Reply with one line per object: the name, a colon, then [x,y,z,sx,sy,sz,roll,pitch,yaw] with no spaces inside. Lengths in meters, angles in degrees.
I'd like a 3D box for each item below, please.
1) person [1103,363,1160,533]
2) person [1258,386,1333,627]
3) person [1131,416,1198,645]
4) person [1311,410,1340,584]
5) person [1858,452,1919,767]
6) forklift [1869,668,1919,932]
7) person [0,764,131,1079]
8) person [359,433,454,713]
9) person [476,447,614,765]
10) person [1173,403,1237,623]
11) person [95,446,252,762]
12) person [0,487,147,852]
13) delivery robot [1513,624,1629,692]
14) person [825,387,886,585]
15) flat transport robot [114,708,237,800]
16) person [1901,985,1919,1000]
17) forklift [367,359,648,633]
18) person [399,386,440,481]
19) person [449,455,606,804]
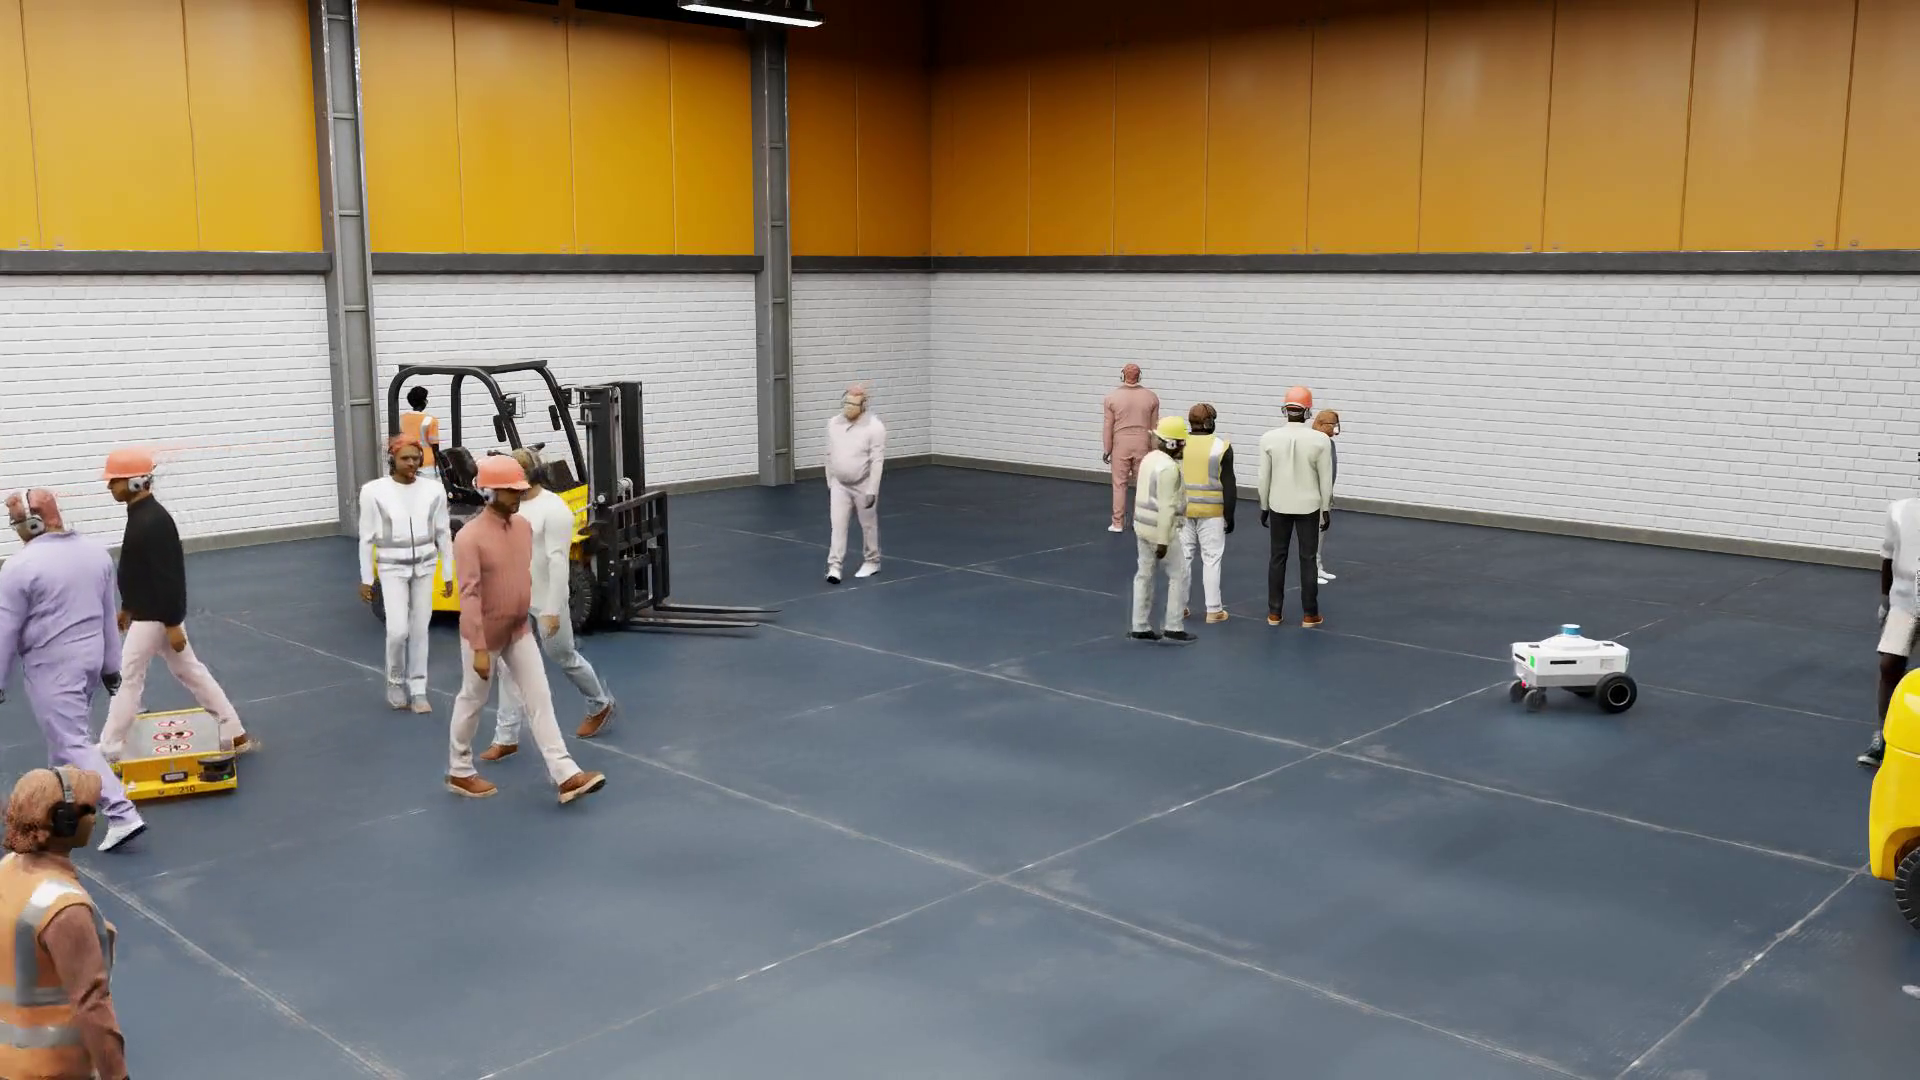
person: [1.901,-1.023,18.600,0.643,1.908,0.408,-1,9,-7]
person: [2.767,-0.272,13.723,0.608,1.995,0.376,3,10,20]
person: [1.638,-0.071,13.048,0.627,1.805,0.613,-3,10,-16]
person: [3.422,-0.414,15.693,0.285,1.633,0.501,5,11,29]
person: [5.632,0.405,9.731,0.888,1.930,0.625,-7,12,-38]
forklift: [5.205,0.723,7.013,2.313,2.155,1.214,9,13,43]
person: [-2.388,1.406,4.583,0.695,1.609,0.552,-8,12,-42]
person: [-3.644,0.232,11.003,0.612,1.871,0.411,-7,12,-37]
person: [-2.535,0.362,10.158,0.629,1.903,0.989,6,11,32]
person: [2.011,-0.225,13.908,0.633,1.841,0.429,5,10,26]
person: [-4.723,0.410,9.736,1.051,1.942,0.623,-4,10,-25]
person: [-4.546,0.650,8.476,0.913,1.862,0.637,2,9,10]
delivery robot: [4.104,0.811,11.194,0.707,0.478,0.477,-1,9,-5]
person: [-1.007,-0.512,15.636,0.667,1.853,0.944,4,10,21]
flat transport robot: [-4.642,1.225,9.811,0.652,0.197,1.431,-4,10,-24]
person: [3.971,1.054,6.354,0.535,1.752,0.639,-5,10,-27]
forklift: [-3.850,-0.407,13.936,2.313,2.155,1.214,2,9,11]
person: [-5.851,-0.817,18.005,0.529,1.690,0.321,3,10,16]
person: [-2.458,0.507,9.086,1.037,1.938,0.648,5,10,27]
